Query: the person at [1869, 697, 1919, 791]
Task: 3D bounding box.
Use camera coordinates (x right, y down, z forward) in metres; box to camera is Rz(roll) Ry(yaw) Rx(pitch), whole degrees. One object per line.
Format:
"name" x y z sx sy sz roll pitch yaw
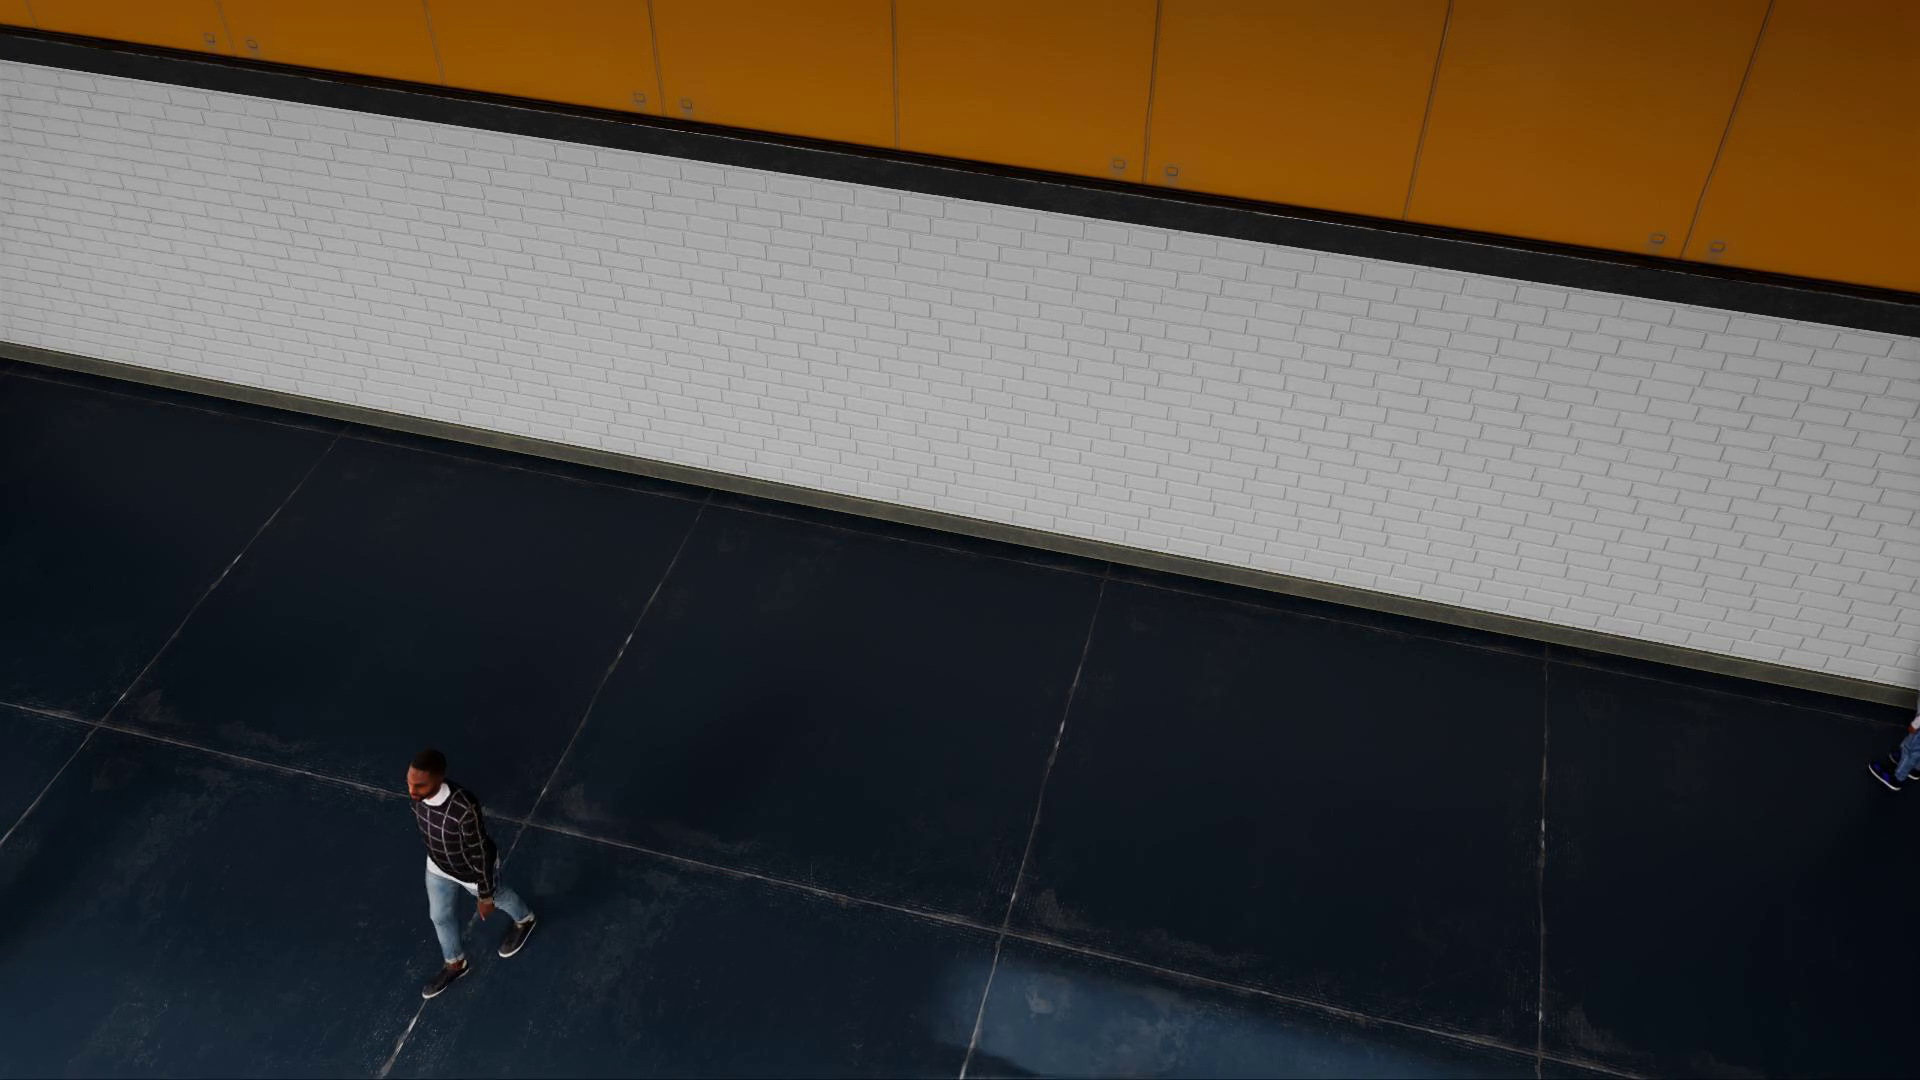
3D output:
"person" 5.865 1.028 9.960 0.568 1.261 0.629 -23 48 -22

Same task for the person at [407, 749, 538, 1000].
"person" -2.585 1.659 8.912 0.872 1.793 1.063 23 48 22
